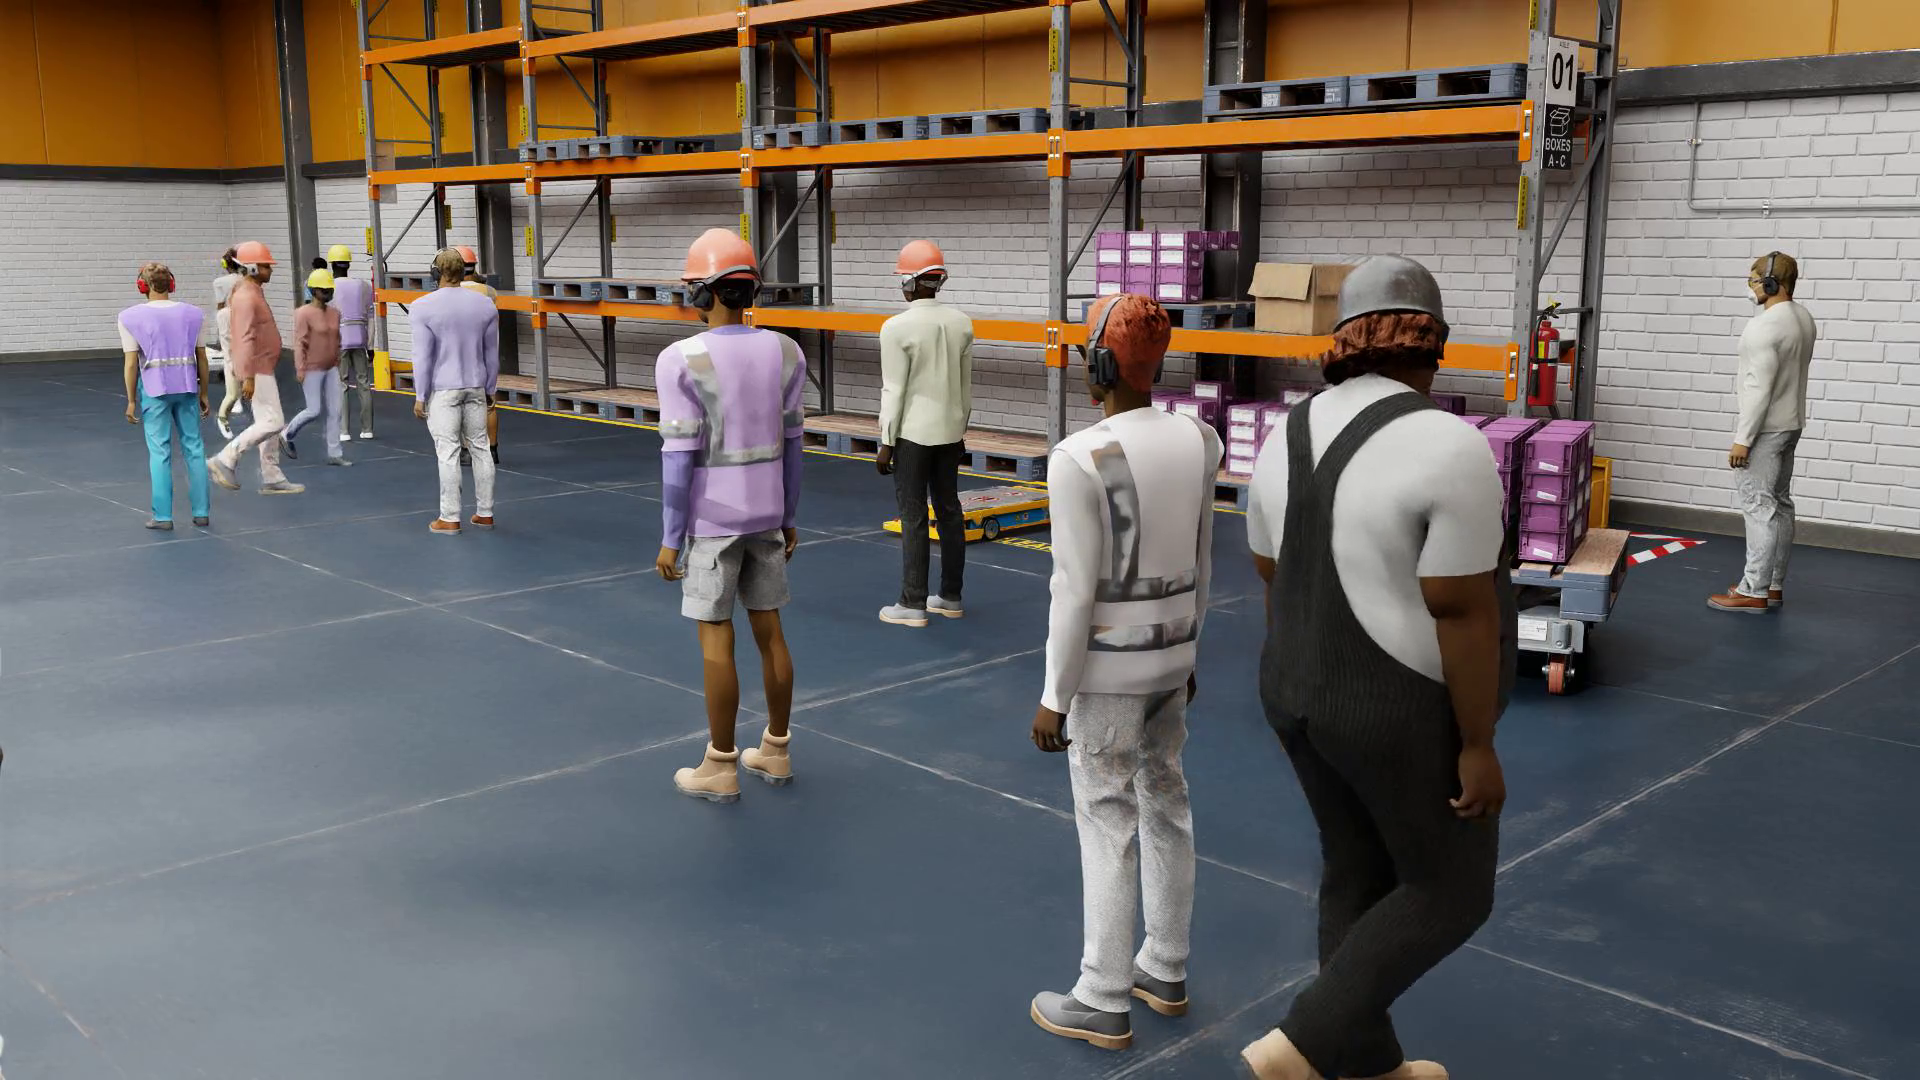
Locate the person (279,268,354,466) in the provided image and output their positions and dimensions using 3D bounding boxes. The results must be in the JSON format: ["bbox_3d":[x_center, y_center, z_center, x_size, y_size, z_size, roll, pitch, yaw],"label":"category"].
[{"bbox_3d":[-5.678,-1.503,14.564,0.640,1.744,0.536,4,11,21],"label":"person"}]

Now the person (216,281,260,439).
[{"bbox_3d":[-7.014,-1.731,16.202,0.799,1.592,0.480,10,14,43],"label":"person"}]

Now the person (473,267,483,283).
[{"bbox_3d":[-5.623,-2.346,19.154,0.486,1.742,0.300,-10,14,-44],"label":"person"}]

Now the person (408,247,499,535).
[{"bbox_3d":[-3.427,-1.005,11.302,0.631,1.940,0.372,-10,14,-44],"label":"person"}]

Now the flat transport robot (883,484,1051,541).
[{"bbox_3d":[0.217,-0.201,11.467,1.431,0.197,0.652,-10,14,-44],"label":"flat transport robot"}]

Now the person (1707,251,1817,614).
[{"bbox_3d":[4.324,-0.570,8.937,0.631,1.939,0.372,-10,14,-44],"label":"person"}]

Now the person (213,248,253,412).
[{"bbox_3d":[-8.278,-2.397,19.082,0.509,1.872,0.328,-10,14,-44],"label":"person"}]

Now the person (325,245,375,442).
[{"bbox_3d":[-6.038,-1.926,16.354,0.587,1.928,0.363,-10,14,-44],"label":"person"}]

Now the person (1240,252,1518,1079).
[{"bbox_3d":[0.909,0.345,3.665,0.654,2.000,0.706,-5,11,-24],"label":"person"}]

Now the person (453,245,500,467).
[{"bbox_3d":[-4.309,-1.612,14.620,0.544,1.936,0.359,-10,14,-44],"label":"person"}]

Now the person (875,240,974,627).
[{"bbox_3d":[-0.188,-0.548,8.659,0.610,1.995,0.375,-10,14,-44],"label":"person"}]

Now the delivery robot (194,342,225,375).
[{"bbox_3d":[-10.334,-2.461,22.765,0.707,0.478,0.477,-10,15,-44],"label":"delivery robot"}]

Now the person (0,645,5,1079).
[{"bbox_3d":[-2.384,0.437,3.597,0.575,1.882,0.355,-10,14,-44],"label":"person"}]

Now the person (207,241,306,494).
[{"bbox_3d":[-5.492,-1.315,12.889,0.588,1.977,0.620,-4,11,-19],"label":"person"}]

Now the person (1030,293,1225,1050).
[{"bbox_3d":[0.407,0.332,4.171,0.575,1.882,0.355,-10,14,-44],"label":"person"}]

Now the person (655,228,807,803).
[{"bbox_3d":[-0.832,-0.079,5.969,0.608,2.044,0.371,-10,14,-44],"label":"person"}]

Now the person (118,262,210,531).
[{"bbox_3d":[-5.437,-0.980,11.426,0.566,1.843,0.389,-10,14,-44],"label":"person"}]

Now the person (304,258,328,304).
[{"bbox_3d":[-9.361,-3.294,24.448,0.533,1.697,0.318,-10,14,-44],"label":"person"}]
